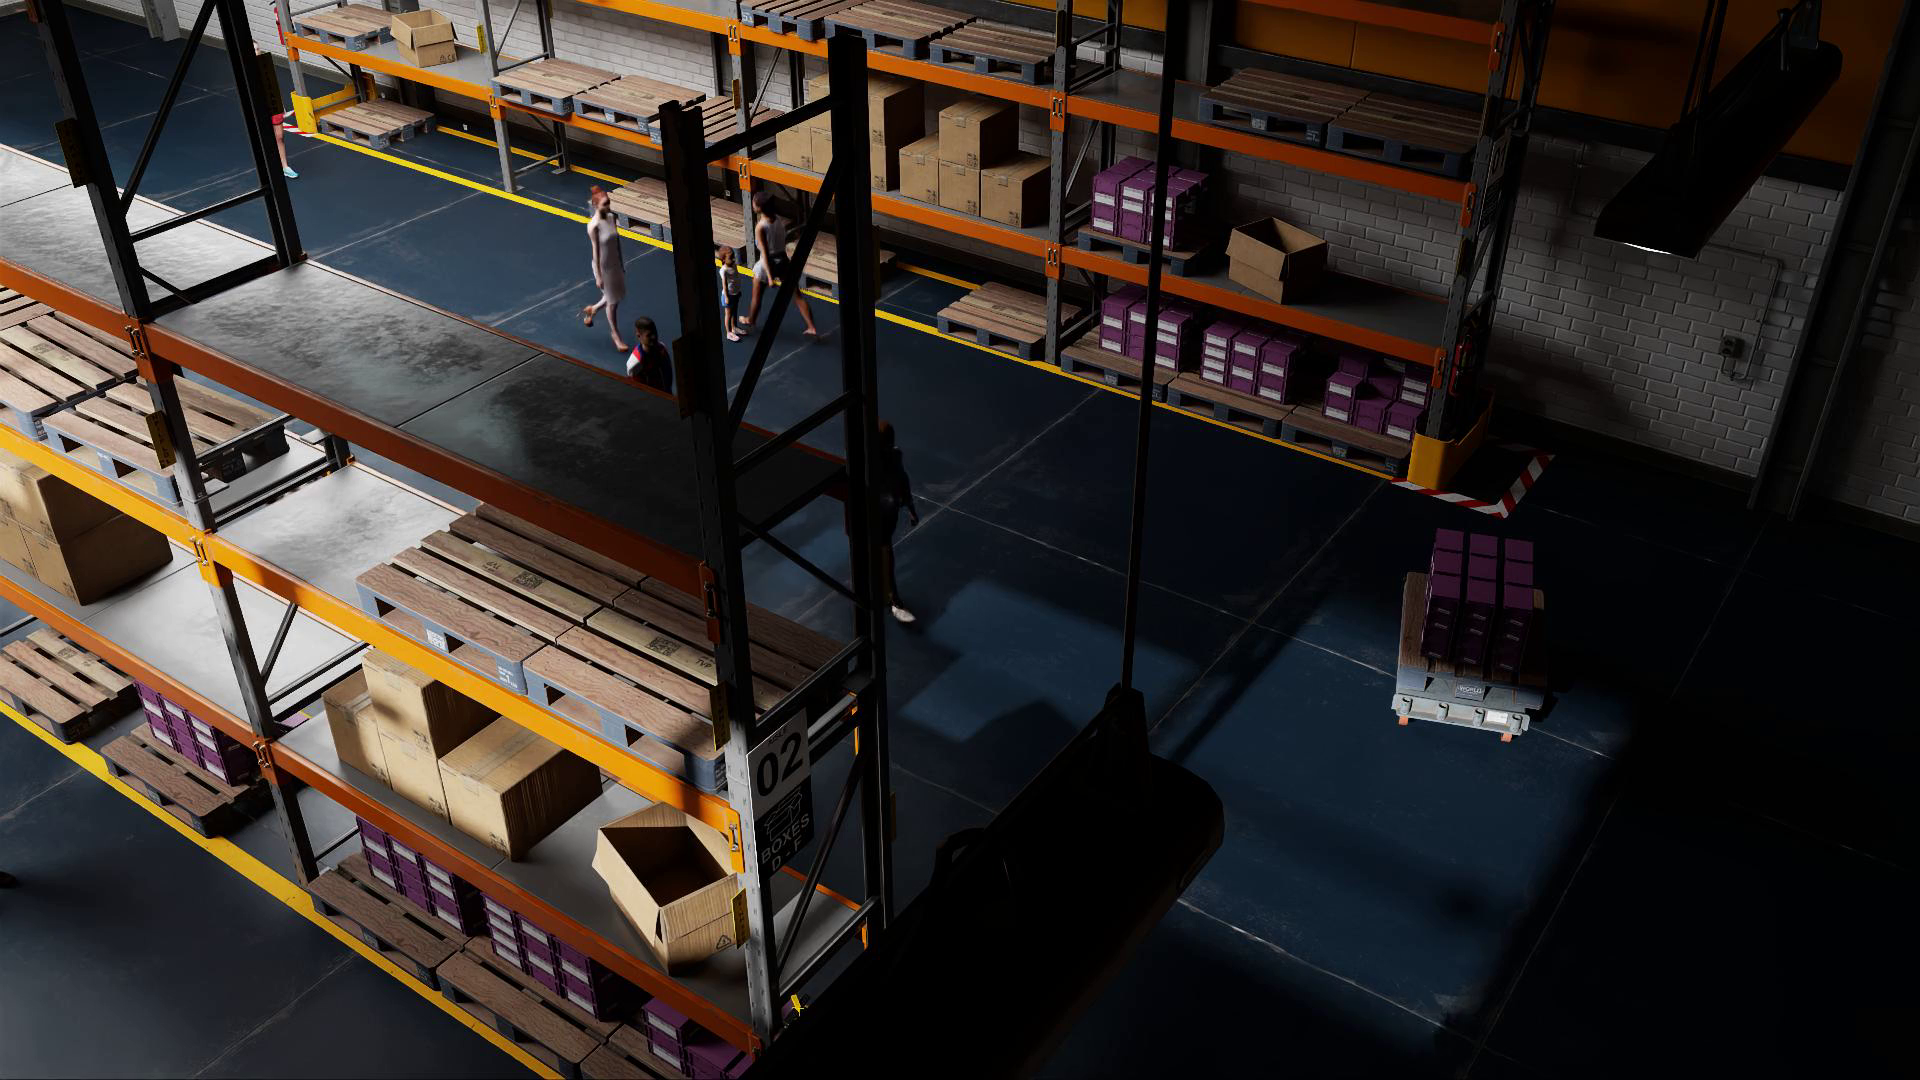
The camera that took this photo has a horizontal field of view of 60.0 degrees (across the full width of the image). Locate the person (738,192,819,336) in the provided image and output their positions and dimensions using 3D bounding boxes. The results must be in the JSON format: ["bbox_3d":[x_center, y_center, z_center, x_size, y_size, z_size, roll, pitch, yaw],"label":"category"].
[{"bbox_3d":[-1.828,-2.747,16.962,1.161,1.550,0.599,23,40,30],"label":"person"}]

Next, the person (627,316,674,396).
[{"bbox_3d":[-2.633,-1.116,14.323,0.523,1.756,0.635,19,38,26],"label":"person"}]

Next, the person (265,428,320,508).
[{"bbox_3d":[-4.914,0.015,12.597,1.171,1.783,0.638,22,40,30],"label":"person"}]

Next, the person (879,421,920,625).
[{"bbox_3d":[-0.681,-0.208,13.030,0.929,1.675,0.680,24,40,31],"label":"person"}]

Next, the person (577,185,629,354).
[{"bbox_3d":[-3.625,-2.715,16.707,0.834,1.780,0.675,15,36,21],"label":"person"}]

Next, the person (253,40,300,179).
[{"bbox_3d":[-8.613,-5.338,20.667,0.592,1.765,0.585,24,40,31],"label":"person"}]

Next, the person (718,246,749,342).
[{"bbox_3d":[-2.368,-2.566,17.169,0.463,1.019,0.448,14,36,20],"label":"person"}]
